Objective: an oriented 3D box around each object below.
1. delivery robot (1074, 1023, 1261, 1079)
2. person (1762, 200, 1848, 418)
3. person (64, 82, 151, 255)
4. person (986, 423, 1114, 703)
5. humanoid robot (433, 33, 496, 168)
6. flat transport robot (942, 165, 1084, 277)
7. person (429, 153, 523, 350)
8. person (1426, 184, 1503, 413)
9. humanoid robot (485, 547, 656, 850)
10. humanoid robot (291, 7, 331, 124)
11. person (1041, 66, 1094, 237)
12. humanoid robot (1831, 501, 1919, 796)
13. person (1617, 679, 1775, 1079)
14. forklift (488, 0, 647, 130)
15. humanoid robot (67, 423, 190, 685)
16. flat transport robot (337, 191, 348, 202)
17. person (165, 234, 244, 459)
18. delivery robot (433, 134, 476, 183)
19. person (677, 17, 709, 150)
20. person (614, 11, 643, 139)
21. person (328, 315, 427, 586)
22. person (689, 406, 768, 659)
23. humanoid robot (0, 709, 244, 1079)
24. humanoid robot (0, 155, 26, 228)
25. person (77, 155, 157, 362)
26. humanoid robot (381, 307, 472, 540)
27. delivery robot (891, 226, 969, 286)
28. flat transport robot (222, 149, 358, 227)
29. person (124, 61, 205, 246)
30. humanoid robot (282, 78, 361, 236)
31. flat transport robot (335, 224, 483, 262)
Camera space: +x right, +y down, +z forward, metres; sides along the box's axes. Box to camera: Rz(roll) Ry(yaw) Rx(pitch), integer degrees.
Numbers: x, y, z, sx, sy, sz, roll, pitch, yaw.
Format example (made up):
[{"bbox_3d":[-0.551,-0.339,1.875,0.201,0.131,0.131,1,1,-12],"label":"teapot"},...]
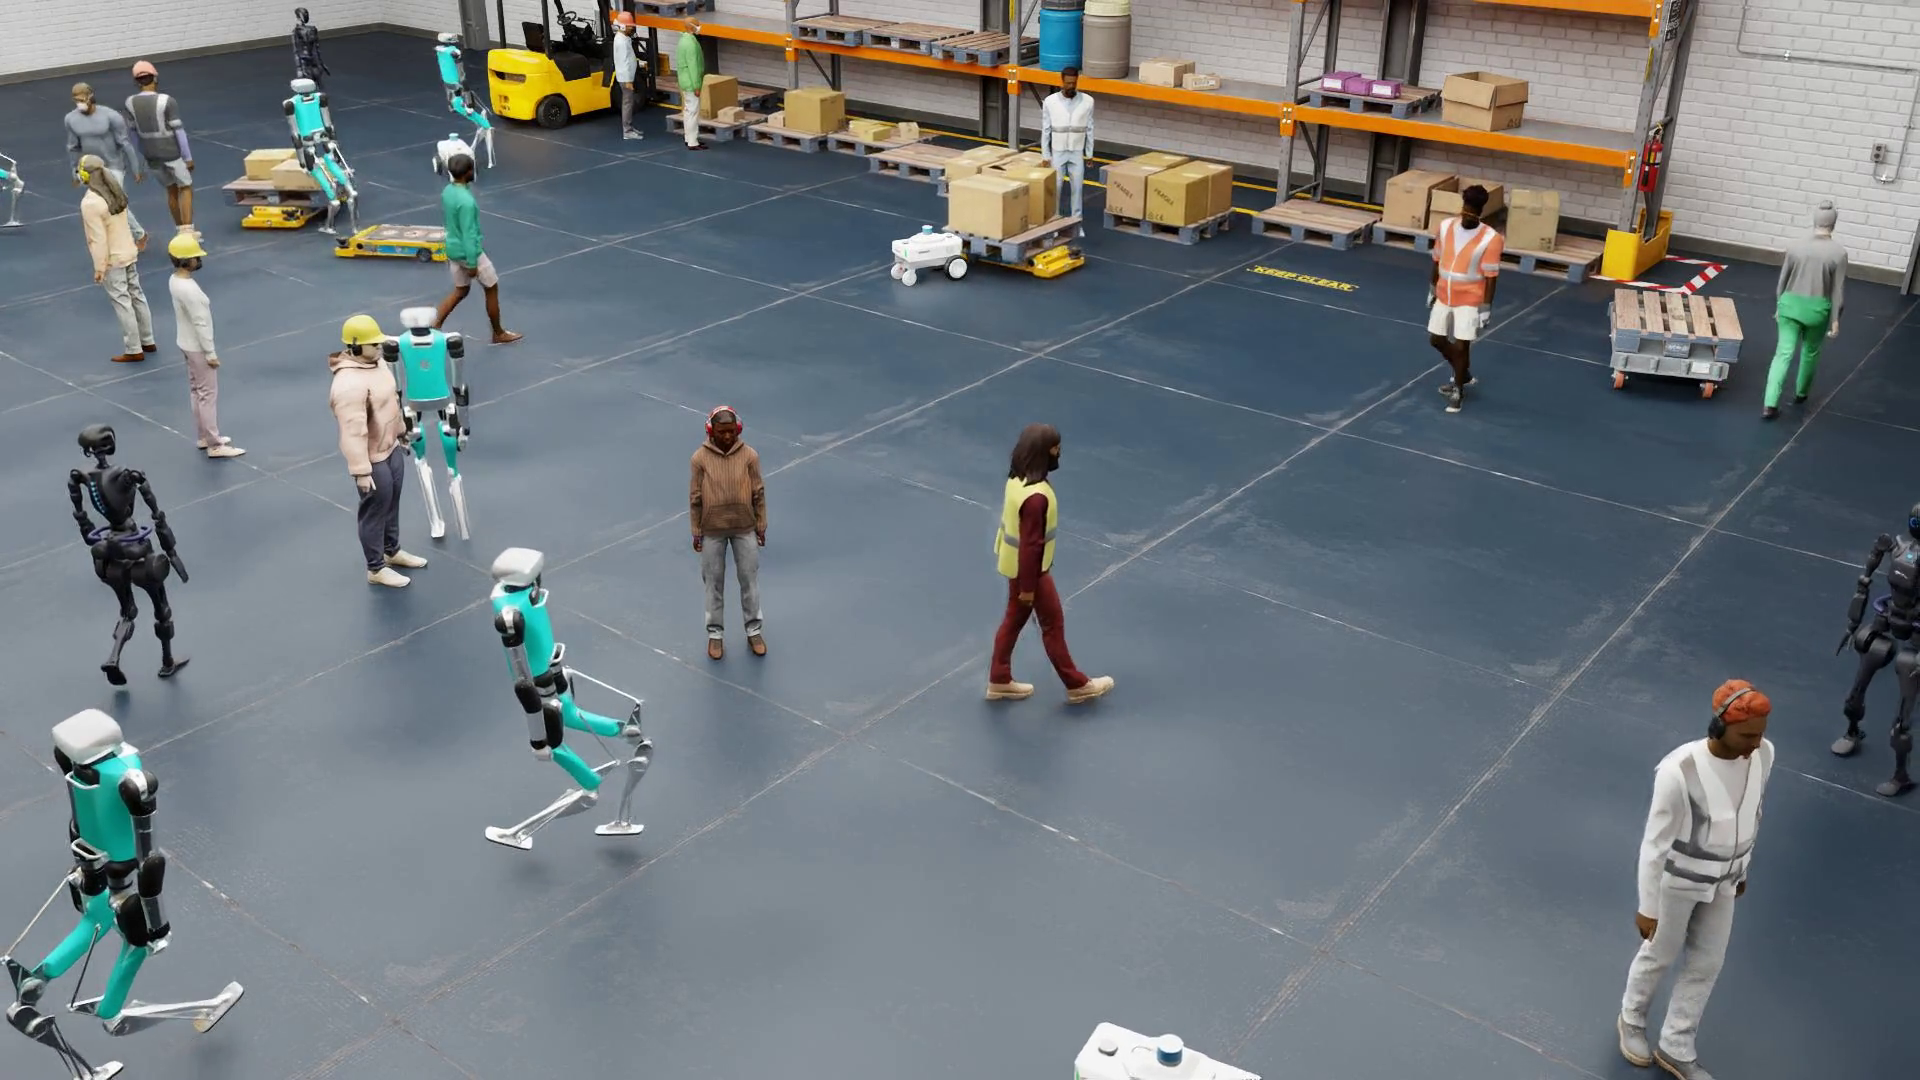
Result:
[{"bbox_3d":[0.857,2.243,6.617,0.784,0.613,0.520,13,29,25],"label":"delivery robot"},{"bbox_3d":[7.021,-1.920,13.783,0.538,1.803,0.938,18,31,32],"label":"person"},{"bbox_3d":[-9.188,-3.941,17.835,0.655,1.918,0.443,6,26,12],"label":"person"},{"bbox_3d":[0.507,0.145,9.570,0.754,1.742,0.495,-4,26,-7],"label":"person"},{"bbox_3d":[-6.409,-5.769,21.834,0.534,1.789,0.779,21,33,37],"label":"humanoid robot"},{"bbox_3d":[0.569,-3.119,18.029,1.431,0.231,0.659,18,31,33],"label":"flat transport robot"},{"bbox_3d":[-4.557,-2.622,15.214,0.842,1.820,0.497,-21,33,-37],"label":"person"},{"bbox_3d":[4.213,-2.047,13.902,0.574,1.928,0.636,-21,33,-37],"label":"person"},{"bbox_3d":[-1.894,0.835,8.148,1.008,1.730,0.558,-1,26,-2],"label":"humanoid robot"},{"bbox_3d":[-9.576,-6.950,24.345,0.512,1.641,0.590,10,27,19],"label":"humanoid robot"},{"bbox_3d":[1.205,-4.366,18.730,0.600,1.910,0.388,-4,26,-8],"label":"person"},{"bbox_3d":[5.028,0.525,8.878,0.387,1.640,0.584,-15,29,-27],"label":"humanoid robot"},{"bbox_3d":[3.022,1.415,6.793,0.610,1.876,0.525,-9,27,-18],"label":"person"},{"bbox_3d":[-5.874,-7.334,24.552,1.214,2.155,2.313,19,32,34],"label":"forklift"},{"bbox_3d":[-4.901,0.102,9.743,0.600,1.639,0.534,3,26,7],"label":"humanoid robot"},{"bbox_3d":[-8.069,-4.414,20.713,0.659,0.231,1.431,-12,28,-23],"label":"flat transport robot"},{"bbox_3d":[-5.913,-1.509,12.979,0.334,1.764,0.553,-19,32,-34],"label":"person"},{"bbox_3d":[-6.503,-4.945,21.466,0.499,0.581,0.768,-12,28,-24],"label":"delivery robot"},{"bbox_3d":[-3.668,-6.250,22.788,0.388,1.776,0.545,-9,27,-17],"label":"person"},{"bbox_3d":[-4.673,-6.545,23.430,0.352,1.742,0.572,-5,26,-11],"label":"person"},{"bbox_3d":[-3.874,-0.591,10.973,0.436,1.859,0.788,1,26,1],"label":"person"},{"bbox_3d":[-1.400,-0.057,10.105,0.462,1.648,0.327,-5,26,-11],"label":"person"},{"bbox_3d":[-3.485,1.533,6.698,0.558,1.735,1.009,15,30,28],"label":"humanoid robot"},{"bbox_3d":[-11.020,-4.266,18.708,1.008,1.733,0.560,-2,26,-3],"label":"humanoid robot"},{"bbox_3d":[-7.591,-2.526,14.957,0.403,1.877,0.553,2,26,5],"label":"person"},{"bbox_3d":[-3.673,-0.795,11.590,0.547,1.845,0.698,-8,27,-16],"label":"humanoid robot"},{"bbox_3d":[-0.323,-2.989,17.449,0.813,0.609,0.499,-13,29,-25],"label":"delivery robot"},{"bbox_3d":[-7.950,-4.004,19.863,0.659,0.231,1.431,2,26,4],"label":"flat transport robot"},{"bbox_3d":[-8.813,-4.250,18.377,0.653,2.006,0.534,4,26,9],"label":"person"},{"bbox_3d":[-7.101,-4.253,18.708,0.737,1.783,0.553,19,32,34],"label":"humanoid robot"},{"bbox_3d":[-6.082,-3.280,18.362,1.431,0.231,0.659,4,26,8],"label":"flat transport robot"}]
